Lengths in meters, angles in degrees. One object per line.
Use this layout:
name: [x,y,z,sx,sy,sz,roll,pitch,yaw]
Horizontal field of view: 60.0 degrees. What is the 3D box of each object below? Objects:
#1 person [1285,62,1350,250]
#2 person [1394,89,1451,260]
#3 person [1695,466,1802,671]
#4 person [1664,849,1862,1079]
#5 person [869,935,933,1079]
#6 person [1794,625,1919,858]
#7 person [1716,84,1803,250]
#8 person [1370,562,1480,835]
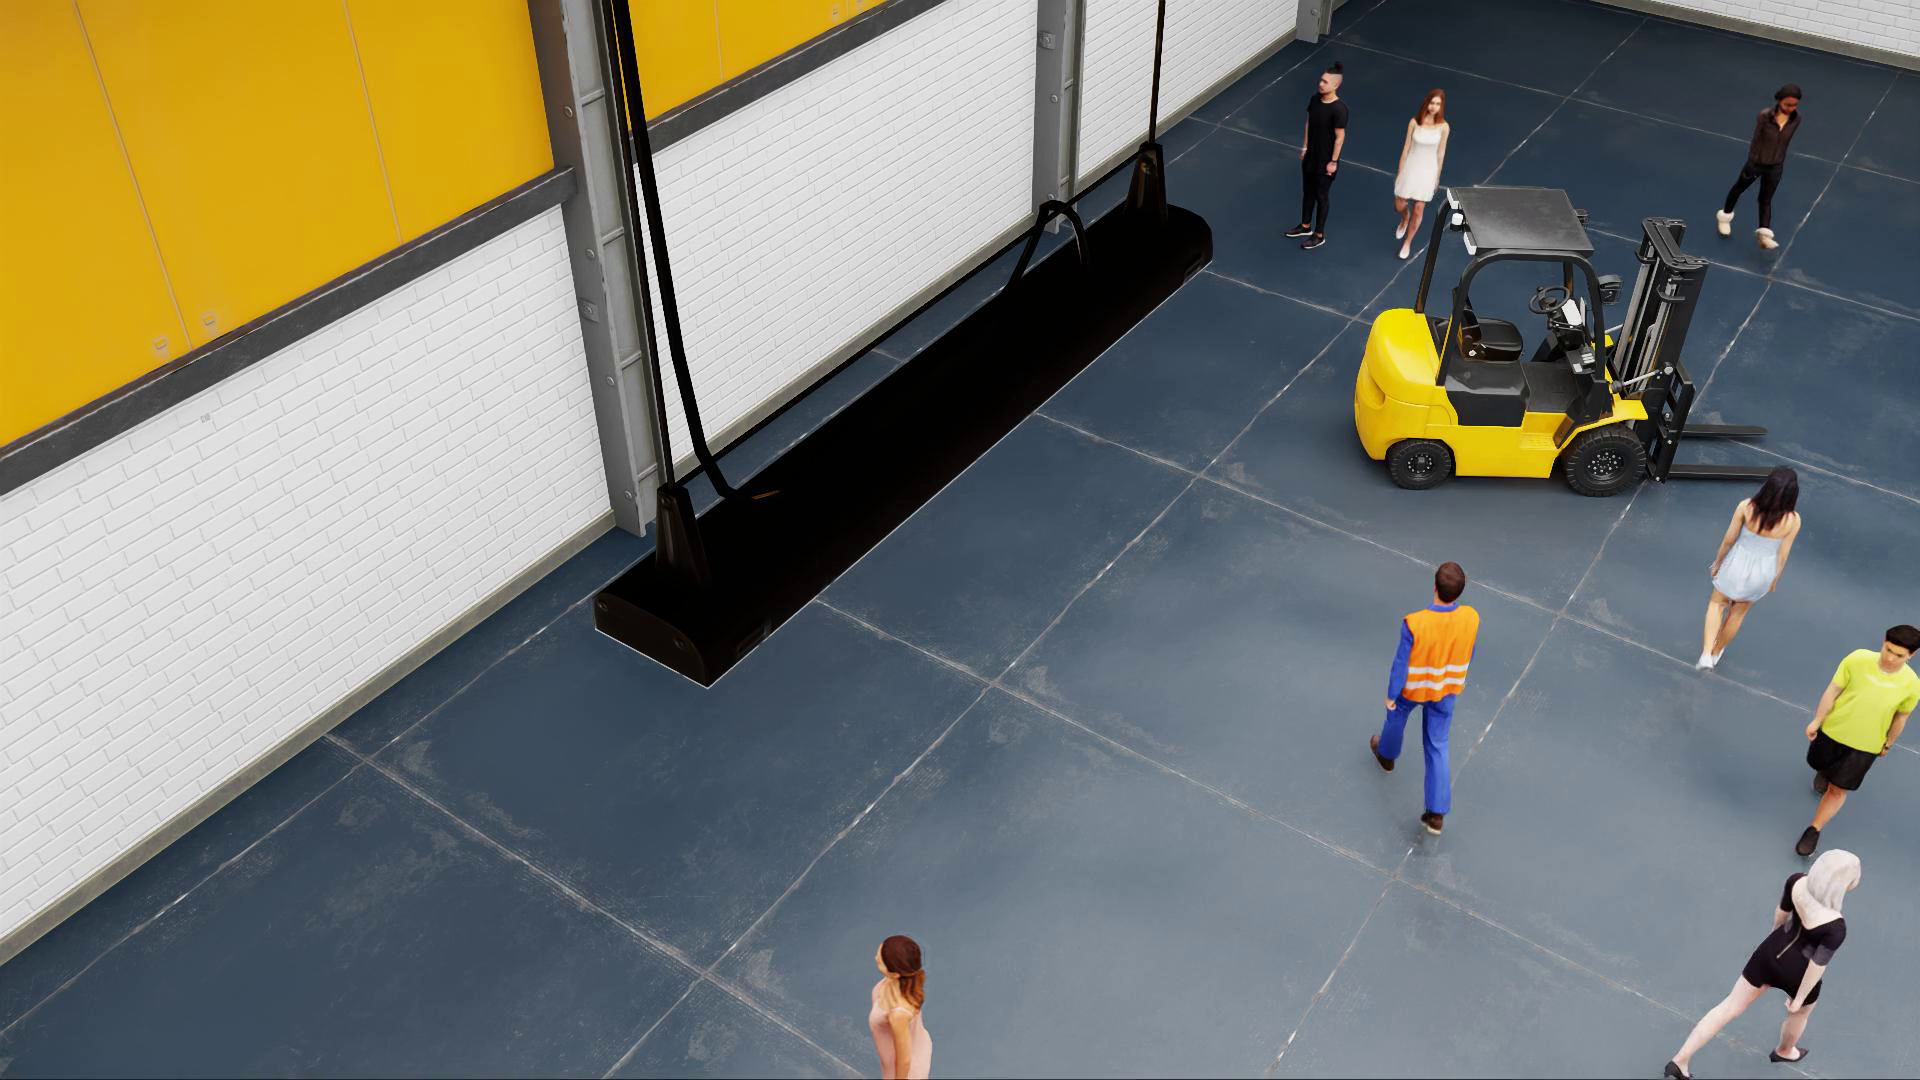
person: [3.496,-3.730,16.071,0.766,1.862,0.769,-17,42,-20]
person: [4.422,-3.560,15.987,0.660,1.700,0.790,14,41,17]
person: [5.283,0.264,11.184,0.631,1.718,0.862,19,42,22]
person: [4.192,2.253,8.638,1.208,1.789,1.027,-13,40,-16]
person: [-0.262,2.562,8.216,0.729,1.832,0.616,3,39,3]
person: [5.461,1.114,10.146,0.701,1.685,1.079,29,47,32]
person: [7.758,-3.546,16.033,0.915,1.621,1.120,8,39,10]
person: [2.888,0.988,10.193,1.196,1.825,1.292,-3,39,-4]
